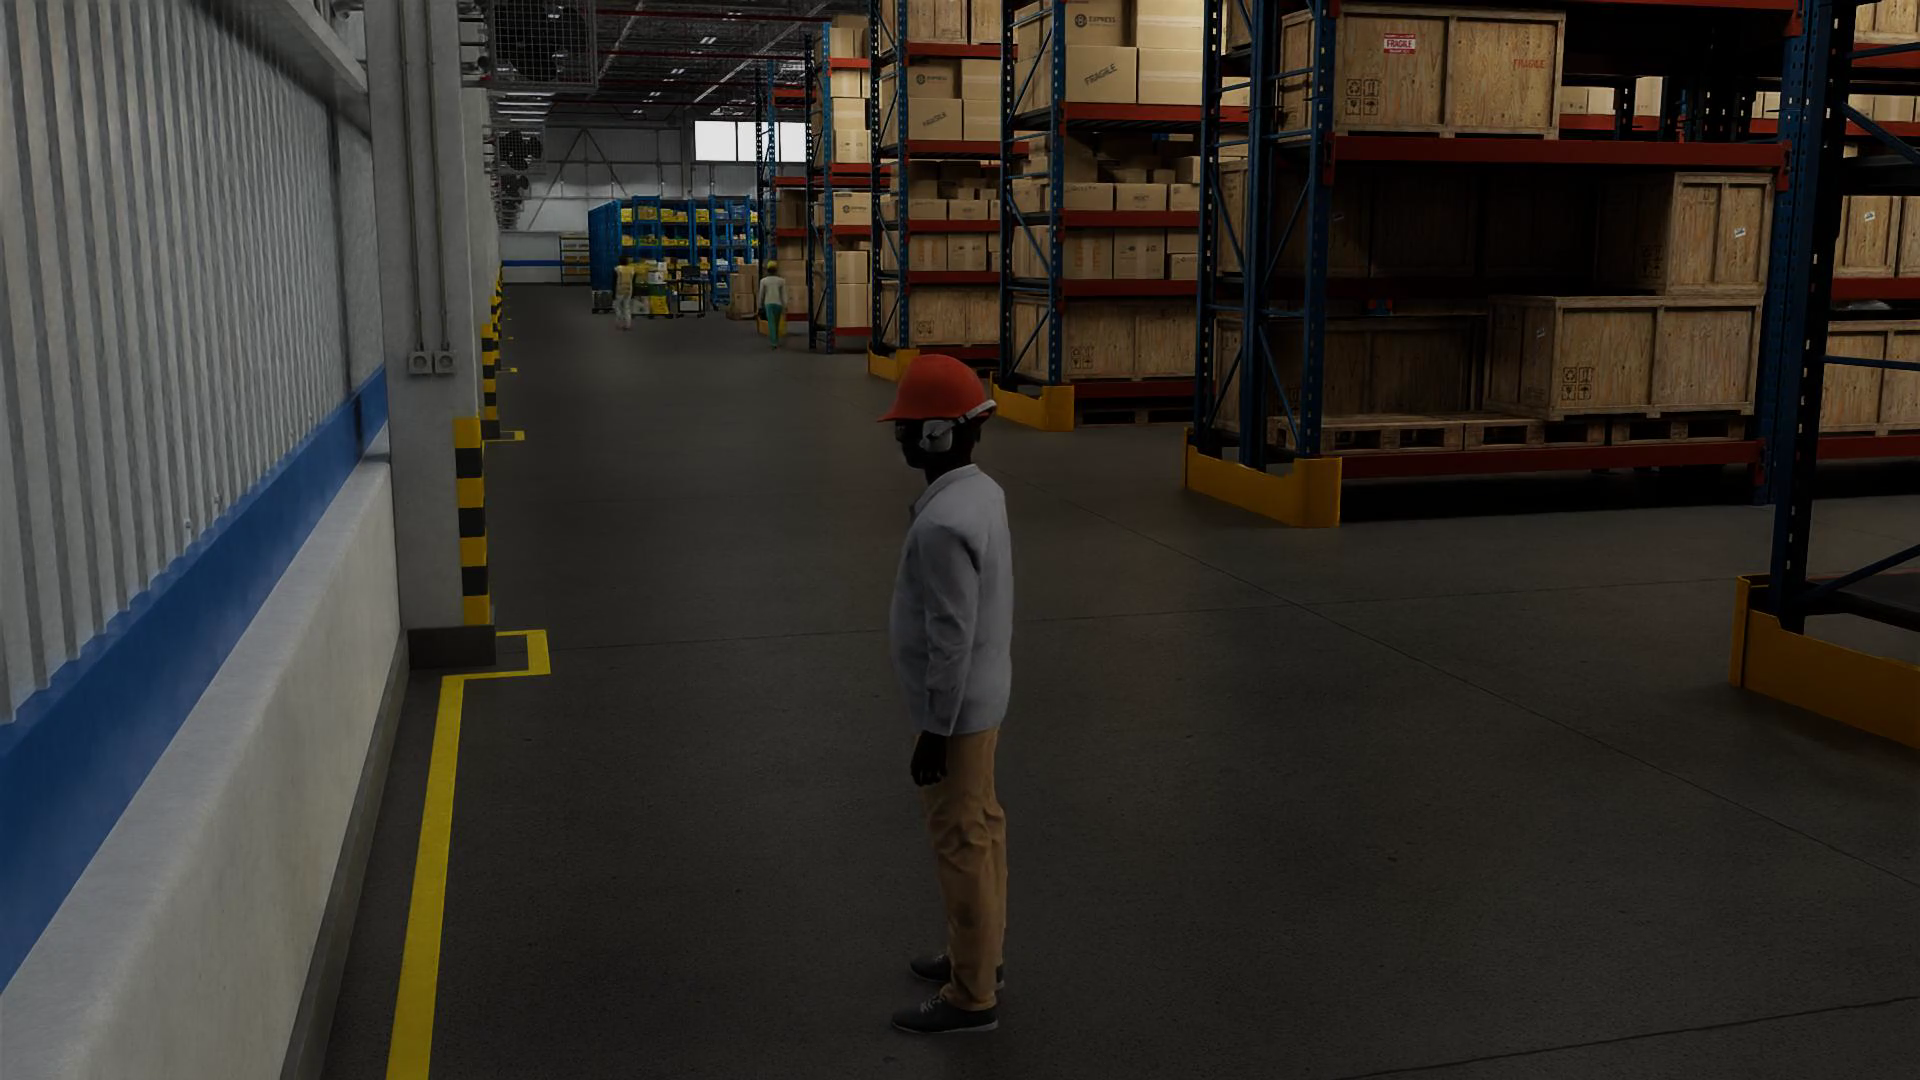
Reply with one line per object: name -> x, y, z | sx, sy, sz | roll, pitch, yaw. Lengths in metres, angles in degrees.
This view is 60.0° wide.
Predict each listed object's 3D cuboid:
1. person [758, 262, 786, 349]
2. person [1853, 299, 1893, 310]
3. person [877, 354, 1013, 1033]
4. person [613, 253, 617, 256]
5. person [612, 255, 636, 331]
person -> -3.741, -4.685, 33.186 | 0.536, 1.722, 0.898 | -3, 11, -19
person -> 10.212, -2.110, 18.690 | 0.916, 1.701, 0.487 | -3, 10, -16
person -> -0.042, 0.398, 4.308 | 0.341, 1.750, 0.565 | 2, 10, 10
person -> -13.454, -10.312, 64.752 | 0.848, 1.814, 0.594 | -4, 11, -21
person -> -8.152, -5.950, 40.068 | 0.652, 1.816, 0.605 | -9, 13, -41
